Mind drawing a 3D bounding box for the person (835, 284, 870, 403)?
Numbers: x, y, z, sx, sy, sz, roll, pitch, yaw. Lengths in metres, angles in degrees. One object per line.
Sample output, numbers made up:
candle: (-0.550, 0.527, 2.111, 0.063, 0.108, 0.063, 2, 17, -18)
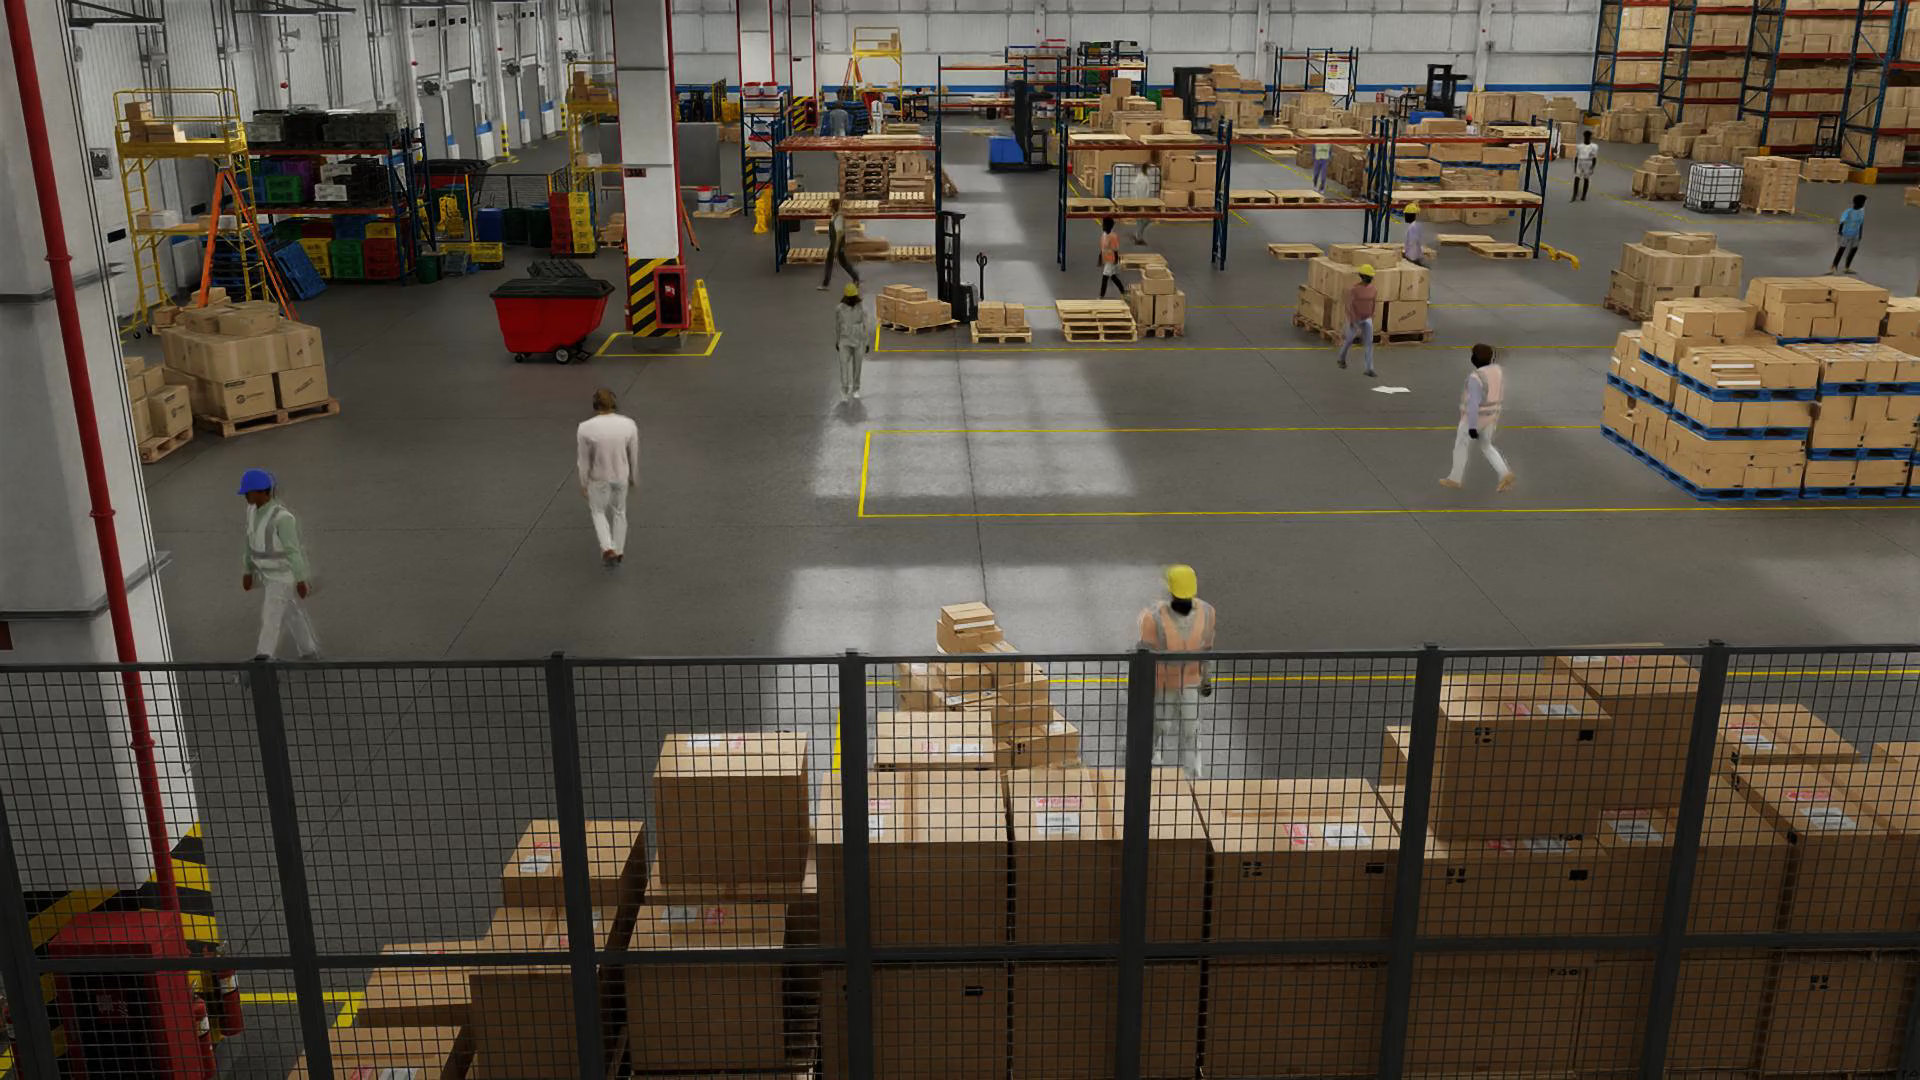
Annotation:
person: (-1.563, -2.840, 24.092, 0.506, 1.705, 0.838, 0, 19, -1)

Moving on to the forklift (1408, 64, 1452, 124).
forklift: (18.204, -16.761, 63.594, 1.873, 2.768, 1.129, -12, 22, -32)

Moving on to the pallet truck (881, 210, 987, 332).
pallet truck: (-0.493, -4.759, 29.349, 1.885, 1.965, 0.823, -13, 23, -34)

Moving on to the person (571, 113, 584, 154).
person: (-13.561, -14.517, 58.890, 0.513, 1.613, 0.769, -1, 19, -4)

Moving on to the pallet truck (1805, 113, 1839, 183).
pallet truck: (26.403, -11.957, 50.702, 0.823, 1.965, 1.885, 6, 19, 16)

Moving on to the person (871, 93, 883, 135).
person: (-3.066, -15.685, 61.937, 0.356, 1.885, 0.574, -17, 25, -41)

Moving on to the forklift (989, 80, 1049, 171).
forklift: (1.889, -13.266, 53.225, 1.873, 2.768, 1.129, -1, 19, -2)

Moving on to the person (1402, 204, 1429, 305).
person: (8.447, -5.356, 31.289, 0.963, 1.883, 0.613, 8, 20, 22)

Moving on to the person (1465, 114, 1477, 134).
person: (15.646, -12.153, 51.374, 0.542, 1.939, 0.361, -2, 19, -6)

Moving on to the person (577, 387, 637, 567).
person: (-3.637, -0.639, 17.244, 0.634, 1.919, 0.563, -9, 20, -24)

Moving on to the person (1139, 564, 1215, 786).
person: (1.595, 0.995, 12.459, 0.621, 1.878, 0.862, -4, 19, -12)

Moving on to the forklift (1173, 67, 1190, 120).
forklift: (8.060, -15.894, 61.021, 1.873, 2.768, 1.129, -4, 19, -11)

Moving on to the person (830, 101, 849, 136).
person: (-4.162, -14.176, 57.443, 0.643, 1.905, 0.966, 0, 19, 1)

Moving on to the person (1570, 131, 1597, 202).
person: (17.161, -10.260, 45.760, 0.623, 1.924, 0.904, 11, 22, 31)

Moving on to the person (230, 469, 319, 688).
person: (-6.064, 0.324, 14.412, 0.631, 1.899, 0.955, 16, 24, 39)

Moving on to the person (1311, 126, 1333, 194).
person: (10.414, -10.960, 47.885, 0.604, 1.906, 0.626, 1, 19, 3)

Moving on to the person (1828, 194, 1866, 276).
person: (18.400, -6.332, 34.526, 0.750, 1.670, 0.321, -8, 20, -21)

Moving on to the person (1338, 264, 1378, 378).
person: (6.223, -3.453, 25.899, 0.525, 1.723, 0.904, -5, 19, -14)

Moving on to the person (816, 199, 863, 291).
person: (-2.381, -5.838, 32.849, 0.930, 1.813, 0.525, -8, 20, -23)

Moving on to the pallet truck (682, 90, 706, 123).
pallet truck: (-9.671, -15.907, 62.421, 0.823, 1.965, 1.885, 5, 19, 15)

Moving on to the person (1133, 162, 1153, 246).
person: (4.229, -7.739, 38.305, 0.437, 1.919, 0.631, 7, 20, 19)

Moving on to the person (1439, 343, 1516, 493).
person: (6.230, -1.444, 19.805, 0.622, 1.813, 0.834, -15, 24, -37)

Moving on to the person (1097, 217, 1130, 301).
person: (2.878, -5.263, 31.360, 0.816, 1.665, 0.536, -6, 19, -16)
